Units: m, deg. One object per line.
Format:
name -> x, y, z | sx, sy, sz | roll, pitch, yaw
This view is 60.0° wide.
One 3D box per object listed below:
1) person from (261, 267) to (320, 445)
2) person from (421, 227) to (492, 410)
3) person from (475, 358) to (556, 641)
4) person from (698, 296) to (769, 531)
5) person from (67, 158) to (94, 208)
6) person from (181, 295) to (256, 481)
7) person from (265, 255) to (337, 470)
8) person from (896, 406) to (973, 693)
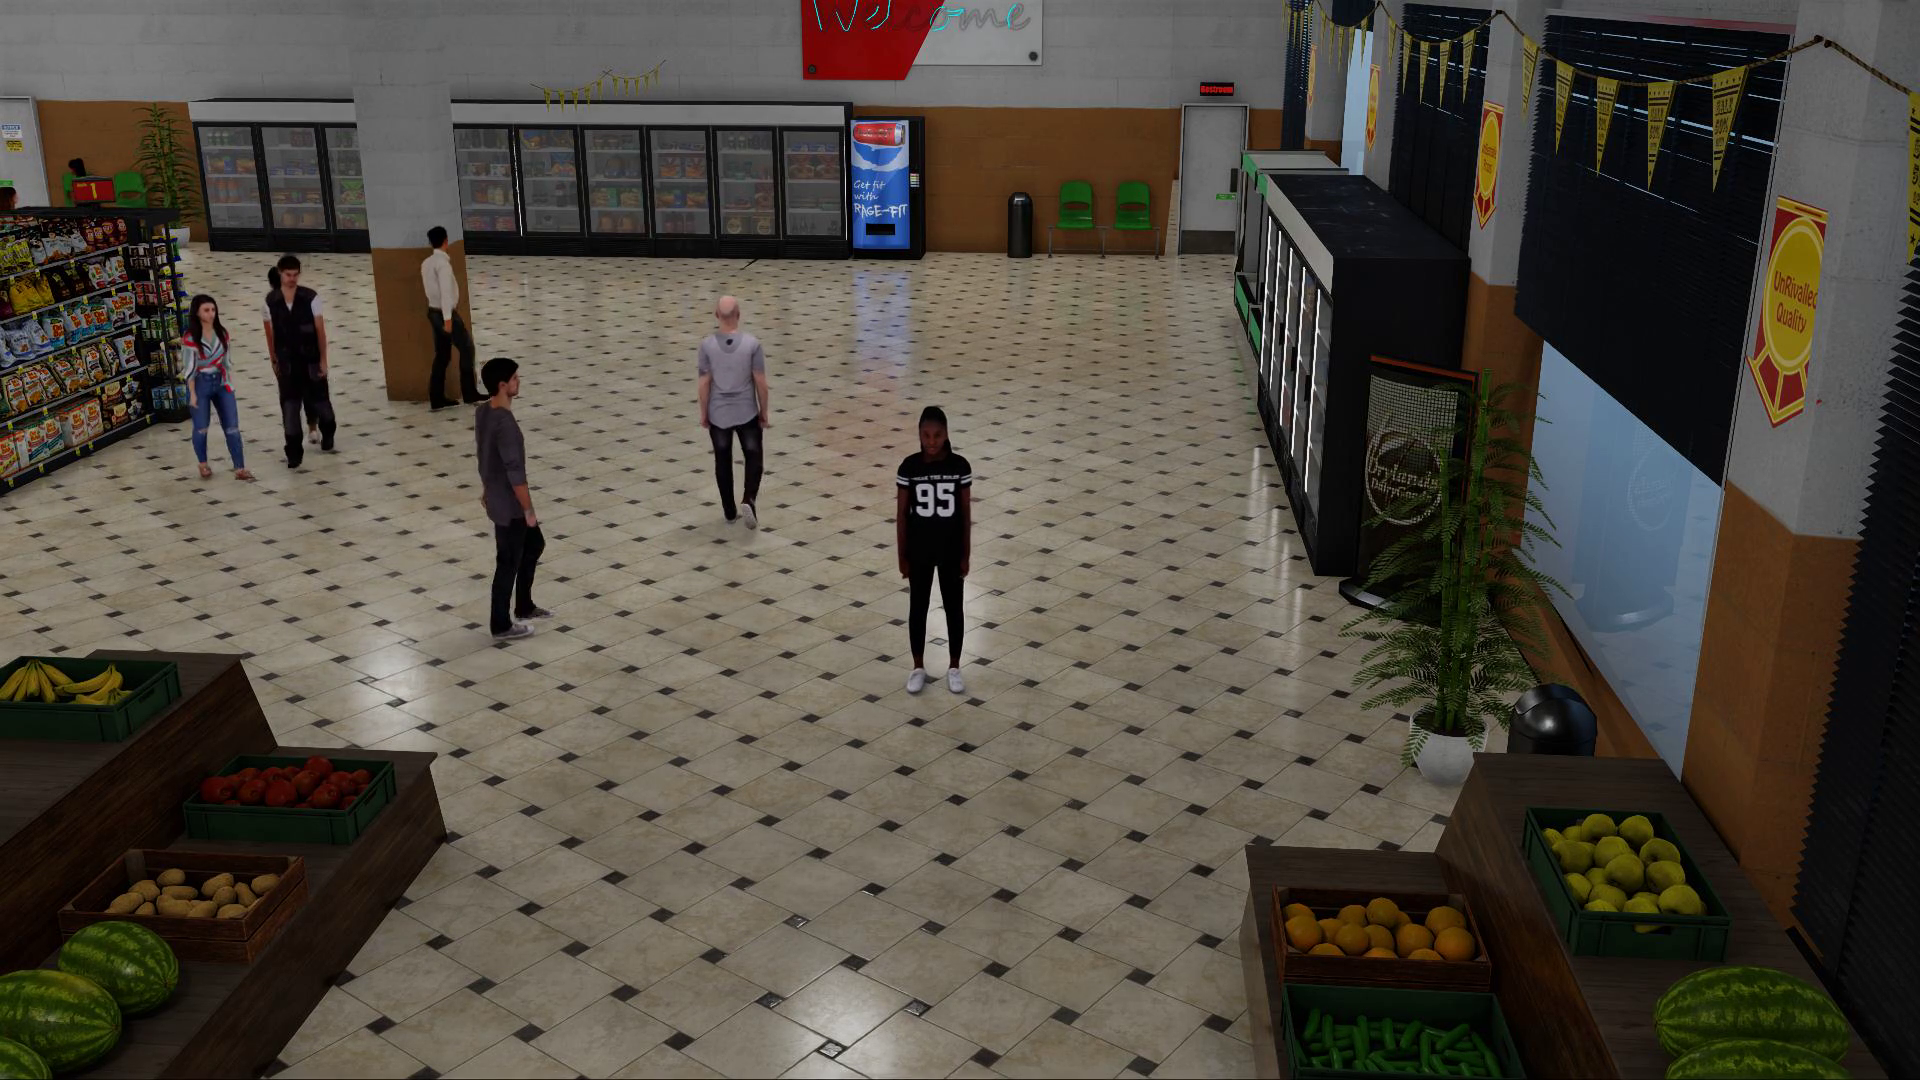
person -> -6.052, -1.640, 15.148 | 0.979, 1.602, 1.191 | -10, 21, -27
person -> -5.192, -2.160, 16.421 | 1.016, 1.773, 0.959 | -13, 22, -33
person -> -2.979, -0.238, 10.624 | 0.921, 1.836, 0.834 | -9, 21, -26
person -> -1.735, -0.940, 12.731 | 0.780, 1.819, 1.082 | -1, 19, -4
person -> -12.624, -4.683, 24.092 | 0.664, 1.653, 0.764 | 1, 19, 2
person -> -6.412, -1.281, 14.131 | 1.024, 1.572, 1.033 | -17, 25, -41
person -> -5.794, -1.598, 14.704 | 0.895, 1.807, 1.217 | -4, 19, -12
person -> -0.143, 0.064, 9.892 | 0.624, 1.731, 0.581 | -1, 19, -3
